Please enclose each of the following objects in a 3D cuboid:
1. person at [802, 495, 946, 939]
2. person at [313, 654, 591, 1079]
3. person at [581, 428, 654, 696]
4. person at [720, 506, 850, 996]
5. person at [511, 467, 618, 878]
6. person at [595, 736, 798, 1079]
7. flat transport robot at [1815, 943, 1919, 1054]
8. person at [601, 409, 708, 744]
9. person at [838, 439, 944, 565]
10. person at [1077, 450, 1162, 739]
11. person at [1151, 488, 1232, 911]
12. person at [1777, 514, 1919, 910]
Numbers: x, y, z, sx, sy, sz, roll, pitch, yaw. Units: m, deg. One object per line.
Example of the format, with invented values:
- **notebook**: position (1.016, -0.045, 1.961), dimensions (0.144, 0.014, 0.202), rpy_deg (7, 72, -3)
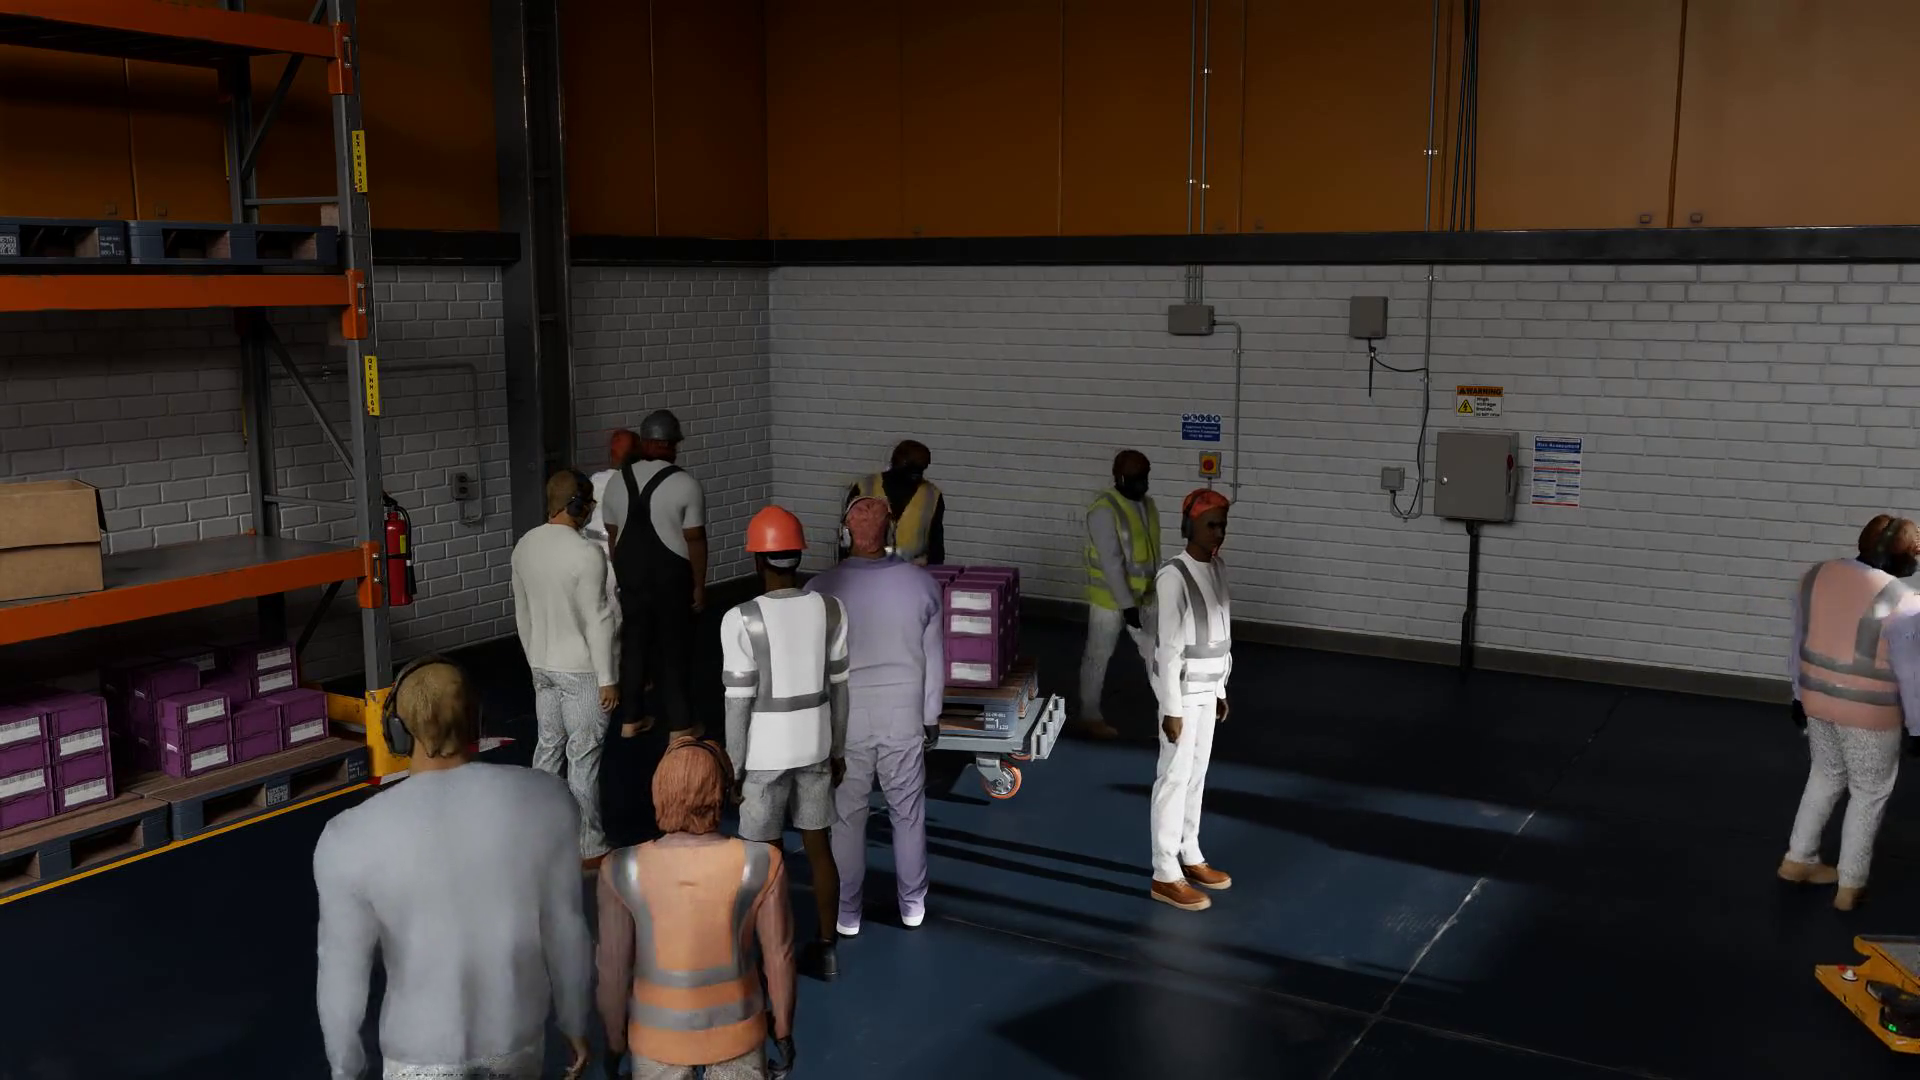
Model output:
- **person**: position (-0.382, 0.755, 7.132), dimensions (0.639, 1.908, 0.409), rpy_deg (-3, 9, -16)
- **person**: position (-1.260, 1.223, 4.131), dimensions (0.643, 1.924, 0.489), rpy_deg (-6, 11, -32)
- **person**: position (-2.286, 0.196, 10.831), dimensions (0.589, 1.846, 0.821), rpy_deg (7, 12, 39)
- **person**: position (-0.706, 0.827, 6.587), dimensions (0.552, 1.932, 0.377), rpy_deg (-6, 11, -33)
- **person**: position (-1.841, 0.623, 7.872), dimensions (0.627, 1.934, 0.372), rpy_deg (7, 12, 38)
- **person**: position (-0.687, 1.328, 4.383), dimensions (0.523, 1.638, 0.310), rpy_deg (-1, 9, -8)
- **flat transport robot**: position (4.087, 1.713, 6.234), dimensions (1.431, 0.197, 0.652), rpy_deg (1, 9, 4)
- **person**: position (-1.810, 0.204, 10.148), dimensions (0.698, 2.000, 0.537), rpy_deg (4, 10, 24)
- **person**: position (-0.489, 0.263, 10.544), dimensions (0.779, 1.806, 0.434), rpy_deg (0, 9, -2)
- **person**: position (1.071, 0.359, 9.951), dimensions (0.953, 1.787, 0.639), rpy_deg (8, 12, 41)
- **person**: position (1.058, 0.703, 7.531), dimensions (0.358, 1.880, 0.574), rpy_deg (5, 11, 30)
- **person**: position (3.976, 0.768, 7.404), dimensions (0.451, 1.800, 0.696), rpy_deg (-3, 10, -20)
